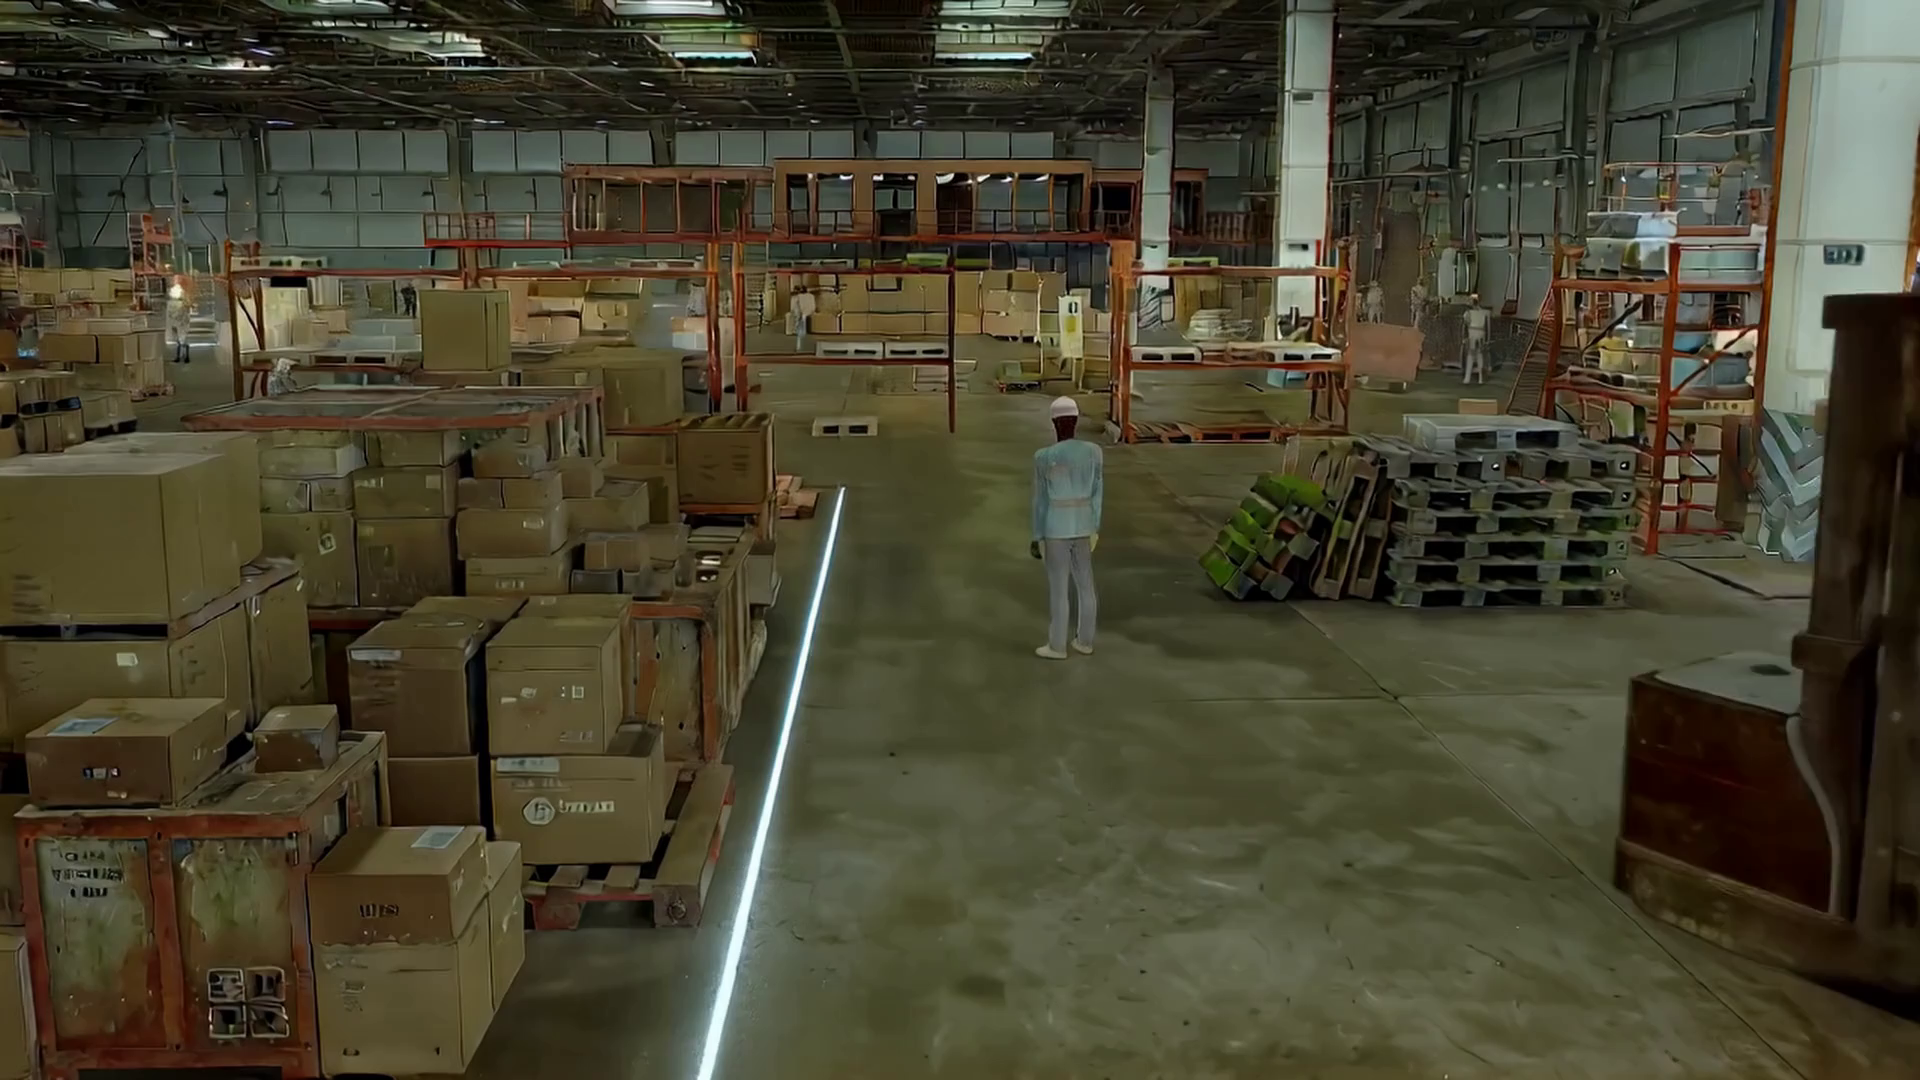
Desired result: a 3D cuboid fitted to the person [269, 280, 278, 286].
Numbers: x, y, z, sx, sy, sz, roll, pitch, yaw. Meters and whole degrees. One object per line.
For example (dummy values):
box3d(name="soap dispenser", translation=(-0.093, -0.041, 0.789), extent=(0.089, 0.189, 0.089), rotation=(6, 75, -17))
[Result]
box3d(name="person", translation=(-20.225, -6.694, 48.945), extent=(0.616, 1.931, 0.961), rotation=(9, 13, 40))

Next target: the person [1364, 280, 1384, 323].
box3d(name="person", translation=(12.188, -6.702, 48.998), extent=(0.595, 1.914, 0.576), rotation=(3, 11, 18))

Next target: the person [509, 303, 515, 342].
box3d(name="person", translation=(-10.836, -4.992, 39.473), extent=(0.593, 1.920, 0.391), rotation=(4, 11, 19))

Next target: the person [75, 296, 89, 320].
box3d(name="person", translation=(-20.743, -4.925, 39.551), extent=(0.554, 1.740, 0.684), rotation=(7, 12, 33))

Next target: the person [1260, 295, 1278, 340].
box3d(name="person", translation=(7.225, -4.743, 38.375), extent=(0.617, 1.812, 0.735), rotation=(6, 12, 28))

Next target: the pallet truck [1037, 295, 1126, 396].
box3d(name="pallet truck", translation=(2.483, -3.881, 33.060), extent=(1.885, 1.965, 0.823), rotation=(-7, 13, -36))

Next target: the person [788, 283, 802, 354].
box3d(name="person", translation=(-4.408, -5.874, 44.370), extent=(0.369, 1.933, 0.624), rotation=(-5, 11, -24))

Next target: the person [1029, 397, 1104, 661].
box3d(name="person", translation=(0.766, -0.079, 12.101), extent=(0.585, 1.920, 0.382), rotation=(-6, 12, -30))

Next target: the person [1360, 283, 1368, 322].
box3d(name="person", translation=(13.152, -7.524, 54.212), extent=(0.493, 1.689, 0.924), rotation=(9, 14, 42))

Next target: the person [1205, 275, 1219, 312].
box3d(name="person", translation=(10.842, -10.783, 71.555), extent=(0.612, 1.986, 0.407), rotation=(3, 11, 17))

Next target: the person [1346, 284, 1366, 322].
box3d(name="person", translation=(11.276, -6.356, 47.287), extent=(0.429, 1.844, 0.624), rotation=(-8, 13, -37))

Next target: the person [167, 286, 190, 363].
box3d(name="person", translation=(-19.504, -5.367, 41.530), extent=(0.542, 1.929, 0.374), rotation=(-1, 10, -4))

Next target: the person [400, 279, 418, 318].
box3d(name="person", translation=(-17.493, -7.363, 52.837), extent=(0.520, 1.865, 0.327), rotation=(-2, 10, -13))

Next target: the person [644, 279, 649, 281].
box3d(name="person", translation=(-10.113, -7.499, 53.647), extent=(0.516, 1.841, 0.325), rotation=(5, 11, 25))

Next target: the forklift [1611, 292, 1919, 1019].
box3d(name="forklift", translation=(3.897, 0.368, 6.933), extent=(1.129, 2.768, 1.873), rotation=(-6, 12, -30))

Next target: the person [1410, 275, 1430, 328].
box3d(name="person", translation=(14.926, -7.603, 53.939), extent=(0.615, 1.942, 0.408), rotation=(2, 10, 12))

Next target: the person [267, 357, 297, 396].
box3d(name="person", translation=(-8.237, -1.415, 20.317), extent=(0.309, 1.641, 0.513), rotation=(2, 10, 12))

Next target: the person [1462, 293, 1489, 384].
box3d(name="person", translation=(11.038, -4.316, 35.652), extent=(0.544, 1.939, 0.354), rotation=(1, 10, 5))
